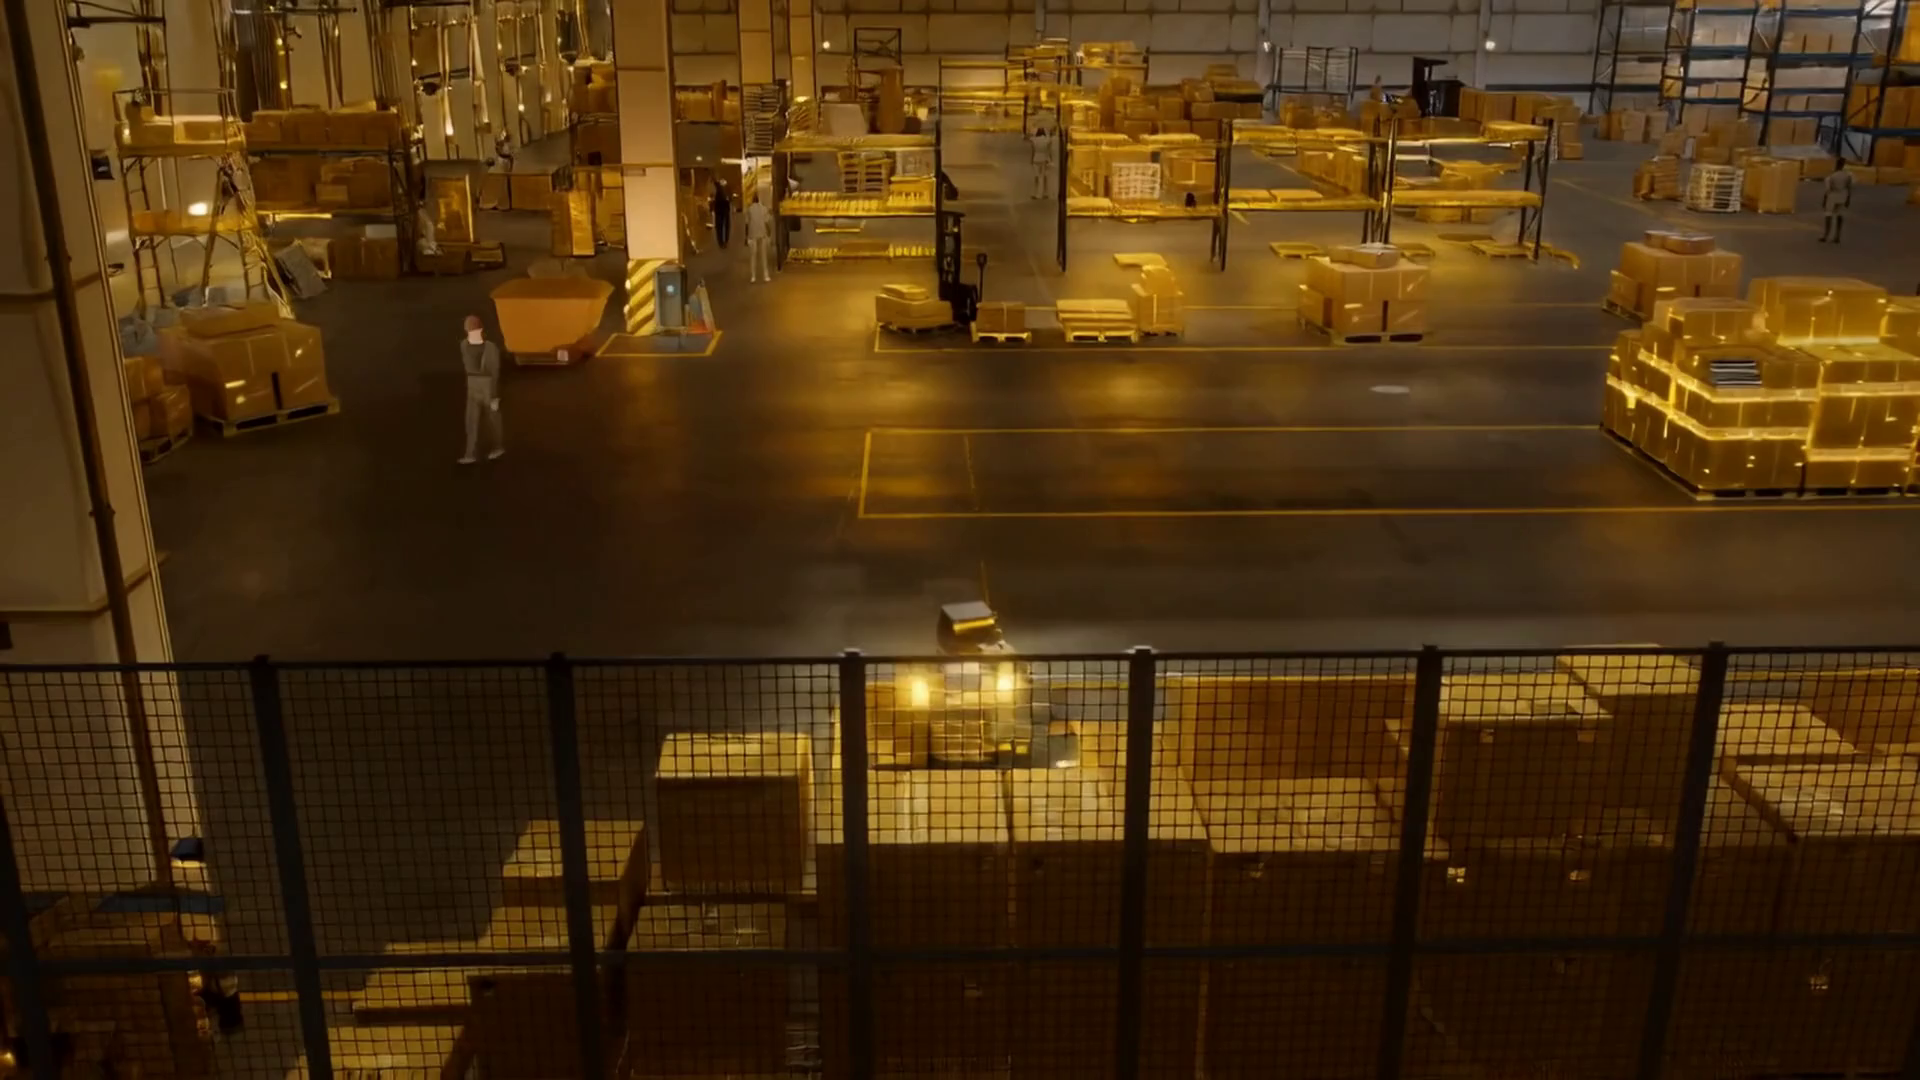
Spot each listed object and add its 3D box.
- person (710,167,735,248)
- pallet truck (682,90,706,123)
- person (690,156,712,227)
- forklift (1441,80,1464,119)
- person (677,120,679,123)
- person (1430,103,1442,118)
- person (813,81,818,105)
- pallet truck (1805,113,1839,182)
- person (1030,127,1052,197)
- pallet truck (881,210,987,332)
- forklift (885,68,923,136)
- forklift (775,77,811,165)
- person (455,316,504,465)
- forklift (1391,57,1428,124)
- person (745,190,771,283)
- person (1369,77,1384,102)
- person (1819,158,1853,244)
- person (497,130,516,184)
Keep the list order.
[{"bbox_3d":[-5.426,-7.601,38.043,0.545,1.824,0.531,-3,19,-8],"label":"person"},{"bbox_3d":[-9.671,-15.907,62.421,0.823,1.965,1.885,5,19,15],"label":"pallet truck"},{"bbox_3d":[-6.428,-8.648,41.278,0.488,1.744,0.295,-1,19,-2],"label":"person"},{"bbox_3d":[15.644,-13.239,53.146,1.873,2.768,1.129,-1,19,-1],"label":"forklift"},{"bbox_3d":[-9.260,-13.005,54.036,0.388,1.854,0.784,-1,19,-4],"label":"person"},{"bbox_3d":[15.823,-13.451,55.138,0.614,1.994,0.381,-1,19,-2],"label":"person"},{"bbox_3d":[-6.163,-18.093,69.071,0.570,1.889,0.554,-17,25,-40],"label":"person"},{"bbox_3d":[26.403,-11.957,50.702,0.823,1.965,1.885,6,19,16],"label":"pallet truck"},{"bbox_3d":[2.267,-10.640,46.888,0.631,1.939,0.370,-1,19,-2],"label":"person"},{"bbox_3d":[-0.493,-4.759,29.349,1.885,1.965,0.823,-13,23,-34],"label":"pallet truck"},{"bbox_3d":[-2.366,-15.689,60.415,1.873,2.768,1.129,-10,21,-27],"label":"forklift"},{"bbox_3d":[-5.920,-13.893,55.085,1.873,2.768,1.129,-1,19,-1],"label":"forklift"},{"bbox_3d":[-6.094,-1.879,20.958,0.619,1.889,0.871,8,20,22],"label":"person"},{"bbox_3d":[18.927,-18.497,68.744,1.873,2.768,1.129,-1,19,-1],"label":"forklift"},{"bbox_3d":[-4.086,-6.138,33.637,0.520,1.871,0.326,-1,19,-2],"label":"person"},{"bbox_3d":[17.794,-18.821,71.157,0.631,1.939,0.370,-1,19,-2],"label":"person"},{"bbox_3d":[20.365,-7.877,38.689,0.632,1.956,0.436,0,19,1],"label":"person"},{"bbox_3d":[-13.554,-11.439,49.745,0.527,1.620,0.605,-3,19,-8],"label":"person"}]
